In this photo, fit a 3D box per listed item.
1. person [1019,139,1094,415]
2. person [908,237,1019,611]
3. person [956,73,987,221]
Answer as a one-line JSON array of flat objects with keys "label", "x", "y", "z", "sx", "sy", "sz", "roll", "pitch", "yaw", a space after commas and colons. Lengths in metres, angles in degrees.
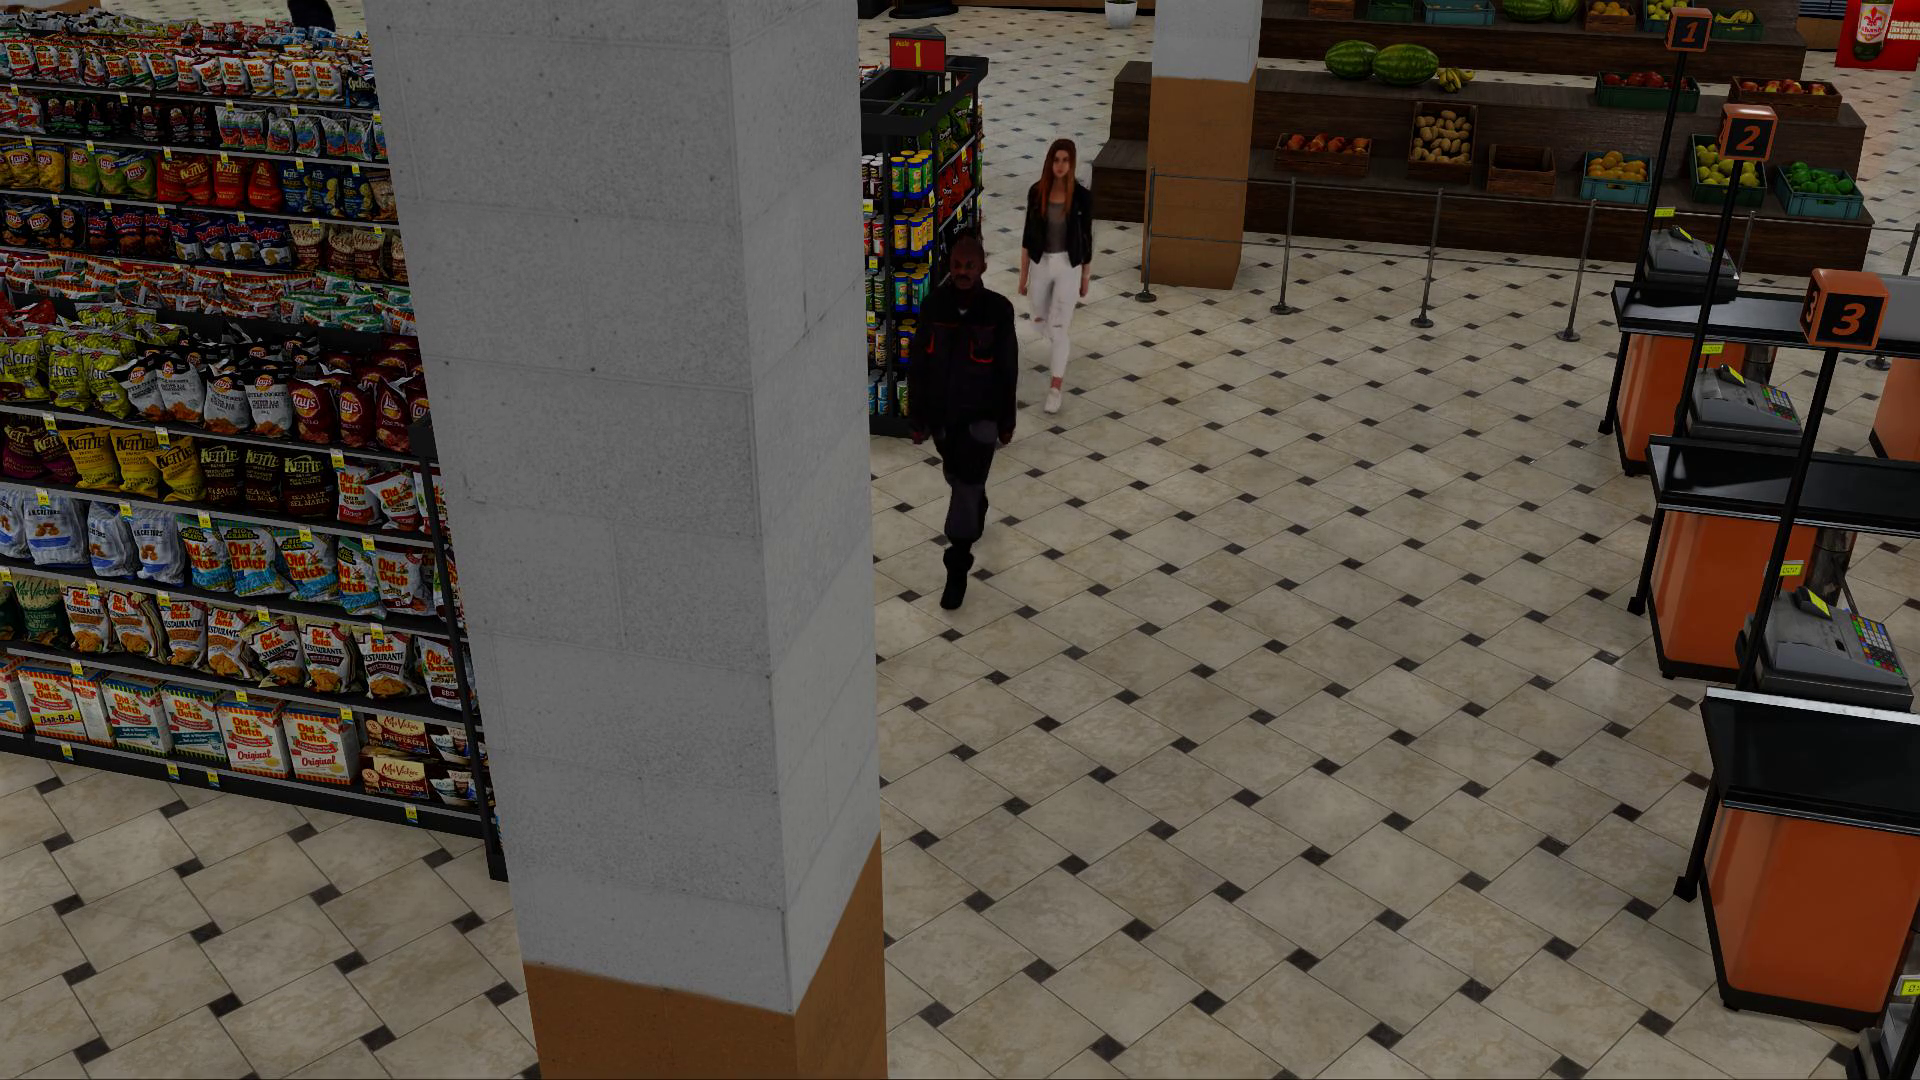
[{"label": "person", "x": 0.611, "y": -1.693, "z": 10.460, "sx": 0.949, "sy": 1.681, "sz": 0.703, "roll": 9, "pitch": 30, "yaw": 16}, {"label": "person", "x": 0.034, "y": -0.685, "z": 8.501, "sx": 1.170, "sy": 1.788, "sz": 0.779, "roll": 8, "pitch": 30, "yaw": 14}, {"label": "person", "x": 0.053, "y": -3.279, "z": 13.751, "sx": 0.548, "sy": 1.310, "sz": 0.546, "roll": 18, "pitch": 33, "yaw": 29}]
